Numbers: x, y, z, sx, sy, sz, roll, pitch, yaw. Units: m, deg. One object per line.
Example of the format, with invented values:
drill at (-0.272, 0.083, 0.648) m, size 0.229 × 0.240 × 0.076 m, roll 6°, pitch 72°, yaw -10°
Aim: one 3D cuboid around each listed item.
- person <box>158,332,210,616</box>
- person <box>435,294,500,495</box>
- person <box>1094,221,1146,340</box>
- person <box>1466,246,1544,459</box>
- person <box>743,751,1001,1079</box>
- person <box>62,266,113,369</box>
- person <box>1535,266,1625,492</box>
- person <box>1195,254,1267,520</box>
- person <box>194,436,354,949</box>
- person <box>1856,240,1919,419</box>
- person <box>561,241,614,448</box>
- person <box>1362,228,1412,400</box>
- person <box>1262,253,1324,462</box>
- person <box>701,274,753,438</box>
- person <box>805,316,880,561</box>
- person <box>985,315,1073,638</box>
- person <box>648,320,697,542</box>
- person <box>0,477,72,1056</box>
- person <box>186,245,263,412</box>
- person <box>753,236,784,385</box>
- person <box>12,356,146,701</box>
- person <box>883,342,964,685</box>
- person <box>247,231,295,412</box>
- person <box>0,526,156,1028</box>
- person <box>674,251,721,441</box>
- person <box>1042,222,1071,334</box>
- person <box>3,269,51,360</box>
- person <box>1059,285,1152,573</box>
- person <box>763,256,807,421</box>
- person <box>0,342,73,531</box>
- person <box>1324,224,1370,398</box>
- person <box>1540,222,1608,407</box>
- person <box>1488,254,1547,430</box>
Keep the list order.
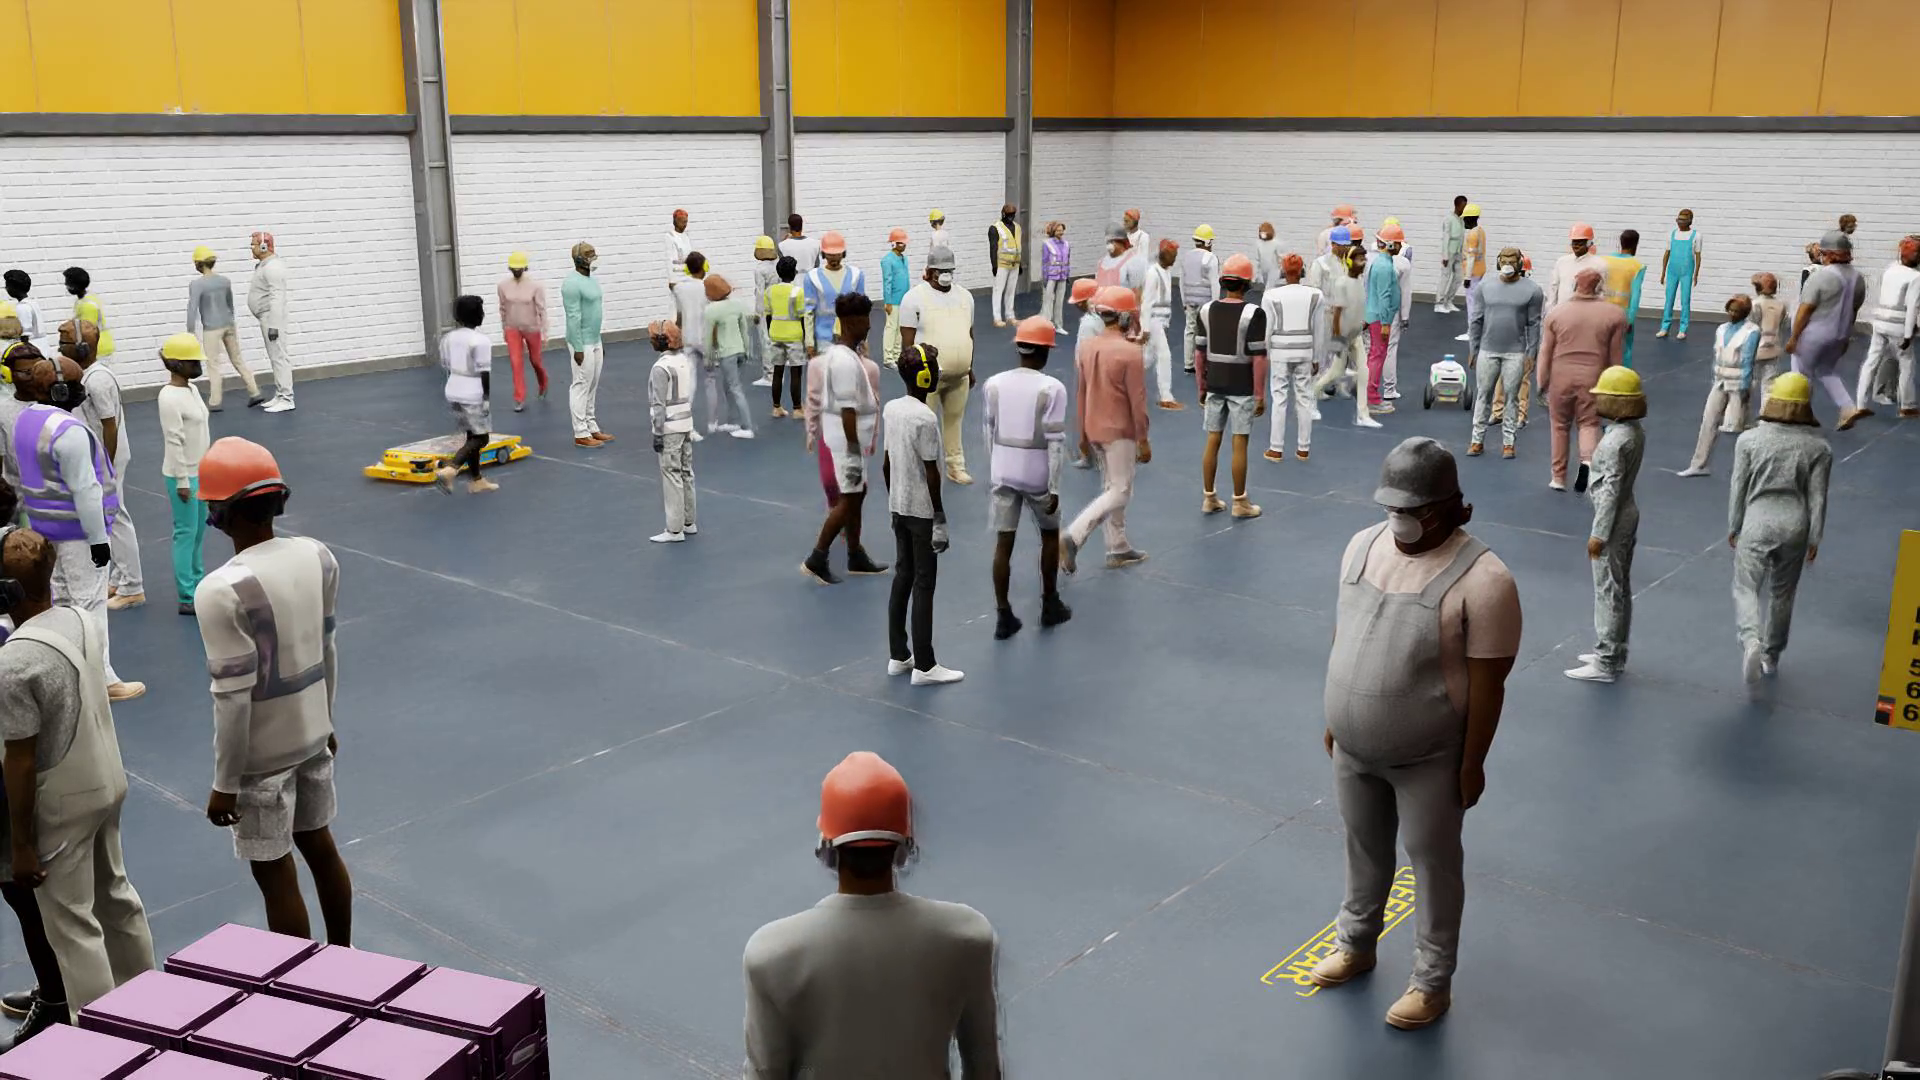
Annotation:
person at (-4.784, -0.413, 10.385) m, size 0.331 × 1.765 × 0.533 m, roll -2°, pitch 14°, yaw -9°
person at (-4.038, -1.150, 13.500) m, size 0.541 × 1.676 × 0.608 m, roll 10°, pitch 17°, yaw 35°
person at (1.687, -2.515, 18.225) m, size 0.975 × 2.000 × 0.689 m, roll -9°, pitch 17°, yaw -32°
person at (4.972, -1.715, 15.233) m, size 0.627 × 1.941 × 0.371 m, roll 6°, pitch 15°, yaw 23°
person at (-0.191, 1.289, 3.708) m, size 0.588 × 1.698 × 0.916 m, roll -3°, pitch 14°, yaw -11°
person at (-8.490, -1.846, 16.281) m, size 0.350 × 1.680 × 0.559 m, roll -9°, pitch 17°, yaw -31°
person at (5.082, -1.296, 13.680) m, size 0.664 × 1.880 × 0.607 m, roll 3°, pitch 14°, yaw 14°
person at (2.108, -1.184, 12.893) m, size 0.609 × 2.046 × 0.389 m, roll 12°, pitch 18°, yaw 39°
person at (-2.283, 0.667, 5.505) m, size 0.367 × 2.041 × 0.615 m, roll 3°, pitch 14°, yaw 12°
person at (9.736, -2.173, 17.237) m, size 0.886 × 1.842 × 0.602 m, roll -5°, pitch 15°, yaw -17°
person at (-3.537, -1.849, 15.772) m, size 0.373 × 1.940 × 0.628 m, roll 2°, pitch 14°, yaw 7°
person at (4.684, -2.511, 18.486) m, size 0.655 × 1.903 × 0.407 m, roll 7°, pitch 16°, yaw 27°
person at (2.989, -1.643, 15.054) m, size 0.574 × 1.886 × 0.360 m, roll -1°, pitch 14°, yaw -3°
person at (-2.289, -1.792, 16.213) m, size 0.606 × 1.600 × 0.528 m, roll 8°, pitch 16°, yaw 29°
person at (-0.830, -0.778, 11.885) m, size 0.528 × 1.736 × 0.775 m, roll 0°, pitch 14°, yaw 0°
person at (0.413, -0.390, 10.009) m, size 0.566 × 1.899 × 0.772 m, roll 7°, pitch 16°, yaw 26°
person at (-2.113, -0.798, 12.196) m, size 0.313 × 1.631 × 0.514 m, roll 3°, pitch 14°, yaw 11°
person at (-3.093, 0.730, 5.405) m, size 0.367 × 1.966 × 0.606 m, roll -4°, pitch 15°, yaw -15°
person at (-7.887, -2.229, 17.643) m, size 0.473 × 1.769 × 0.683 m, roll 6°, pitch 15°, yaw 24°
person at (-2.268, -2.689, 19.522) m, size 0.295 × 1.743 × 0.492 m, roll 7°, pitch 16°, yaw 26°
person at (-4.662, -0.051, 8.779) m, size 0.635 × 1.842 × 0.429 m, roll 11°, pitch 18°, yaw 37°
person at (-0.224, -0.142, 9.086) m, size 0.328 × 1.874 × 0.521 m, roll -9°, pitch 17°, yaw -33°
person at (-7.357, -2.325, 17.737) m, size 0.409 × 1.907 × 0.651 m, roll -7°, pitch 16°, yaw -25°
person at (-2.805, 0.848, 5.211) m, size 0.349 × 1.837 × 0.502 m, roll 0°, pitch 14°, yaw 0°
person at (-2.542, -1.883, 16.175) m, size 0.510 × 1.820 × 0.916 m, roll 2°, pitch 14°, yaw 8°
person at (1.392, -3.790, 24.130) m, size 0.515 × 1.640 × 0.315 m, roll -10°, pitch 17°, yaw -35°
person at (-8.791, -1.714, 15.743) m, size 0.319 × 1.687 × 0.538 m, roll -5°, pitch 15°, yaw -19°
person at (0.968, -0.731, 11.244) m, size 0.818 × 1.967 × 0.617 m, roll -8°, pitch 16°, yaw -29°
person at (-1.772, -2.077, 17.173) m, size 0.540 × 1.696 × 0.315 m, roll 8°, pitch 16°, yaw 29°
person at (-5.127, -0.183, 9.289) m, size 0.327 × 1.859 × 0.498 m, roll 9°, pitch 17°, yaw 32°
person at (4.346, -2.548, 18.567) m, size 0.375 × 1.935 × 0.550 m, roll -10°, pitch 17°, yaw -34°
person at (6.582, -2.388, 17.809) m, size 0.379 × 1.996 × 0.610 m, roll -13°, pitch 19°, yaw -43°
person at (5.559, -1.985, 16.687) m, size 0.327 × 1.752 × 0.561 m, roll -12°, pitch 19°, yaw -41°
